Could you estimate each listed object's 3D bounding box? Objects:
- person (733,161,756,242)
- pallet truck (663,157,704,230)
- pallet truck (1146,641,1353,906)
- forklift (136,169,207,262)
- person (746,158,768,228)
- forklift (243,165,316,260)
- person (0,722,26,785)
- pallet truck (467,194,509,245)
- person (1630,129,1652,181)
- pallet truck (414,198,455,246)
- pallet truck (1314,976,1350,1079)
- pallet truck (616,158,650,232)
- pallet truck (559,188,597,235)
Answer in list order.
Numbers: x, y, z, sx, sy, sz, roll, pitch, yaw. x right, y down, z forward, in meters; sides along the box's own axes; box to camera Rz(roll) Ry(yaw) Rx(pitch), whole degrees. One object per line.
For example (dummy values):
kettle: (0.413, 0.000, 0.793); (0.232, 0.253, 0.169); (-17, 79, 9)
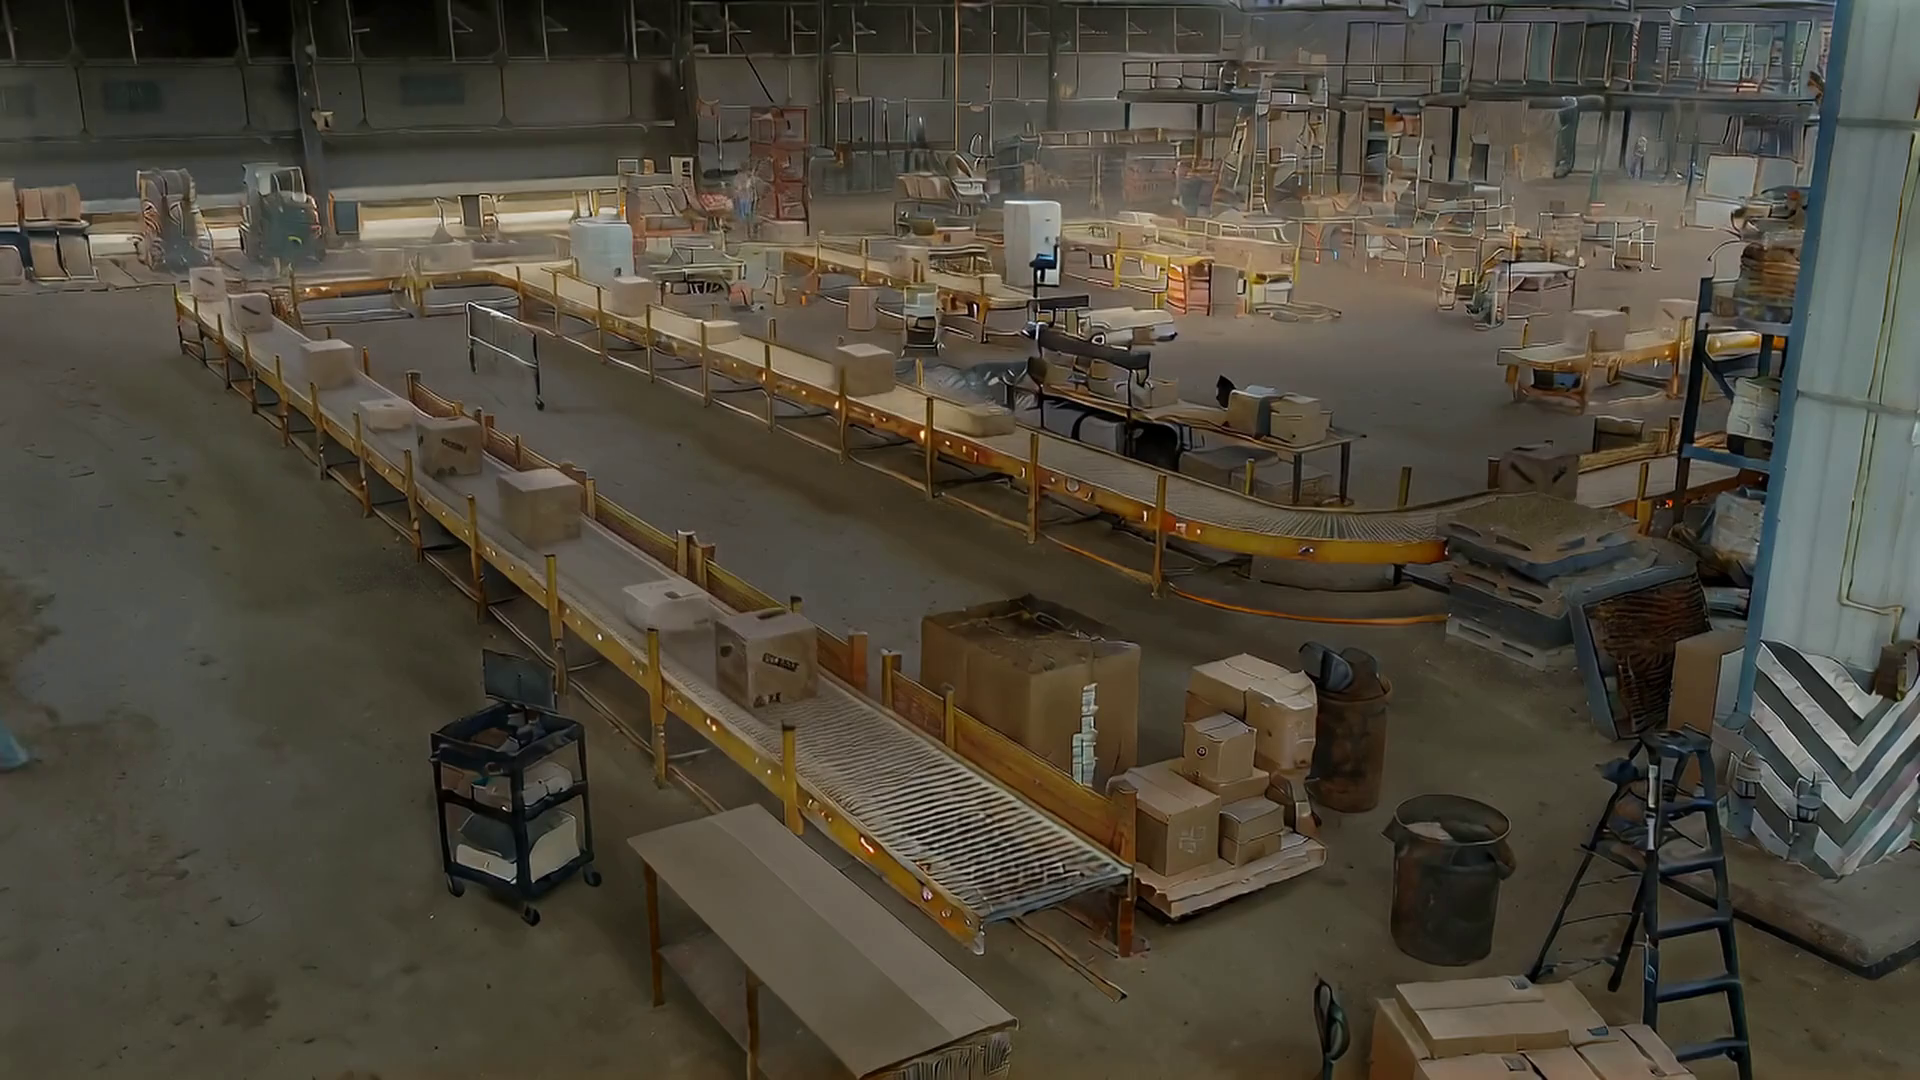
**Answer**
person: (-5.480, -8.589, 42.279); (0.615, 2.011, 0.862); (2, 17, 6)
pallet truck: (-7.586, -9.308, 44.692); (0.823, 1.965, 1.885); (-11, 20, -33)
pallet truck: (1.664, 1.407, 10.232); (1.630, 1.274, 0.653); (-10, 20, -31)
forklift: (-17.842, -7.318, 37.559); (1.157, 1.987, 2.680); (-10, 20, -31)
person: (-5.511, -9.438, 45.313); (0.636, 1.890, 0.472); (6, 18, 20)
forklift: (-15.898, -7.669, 38.708); (1.157, 1.987, 2.680); (-11, 20, -33)
person: (-6.939, 0.808, 11.195); (0.980, 1.893, 0.641); (-6, 18, -19)
pallet truck: (-11.983, -8.177, 42.137); (0.704, 1.261, 1.522); (-11, 20, -33)
person: (24.895, -14.066, 60.794); (0.347, 1.864, 0.726); (-6, 18, -19)
pallet truck: (-13.250, -8.060, 41.856); (0.680, 1.201, 1.601); (-10, 20, -31)
pallet truck: (2.299, 2.390, 7.086); (1.601, 1.201, 0.680); (-2, 17, -7)
pallet truck: (-8.918, -9.176, 44.255); (0.823, 1.965, 1.885); (-9, 19, -27)
pallet truck: (-10.010, -8.652, 43.699); (0.653, 1.274, 1.630); (-10, 20, -31)
